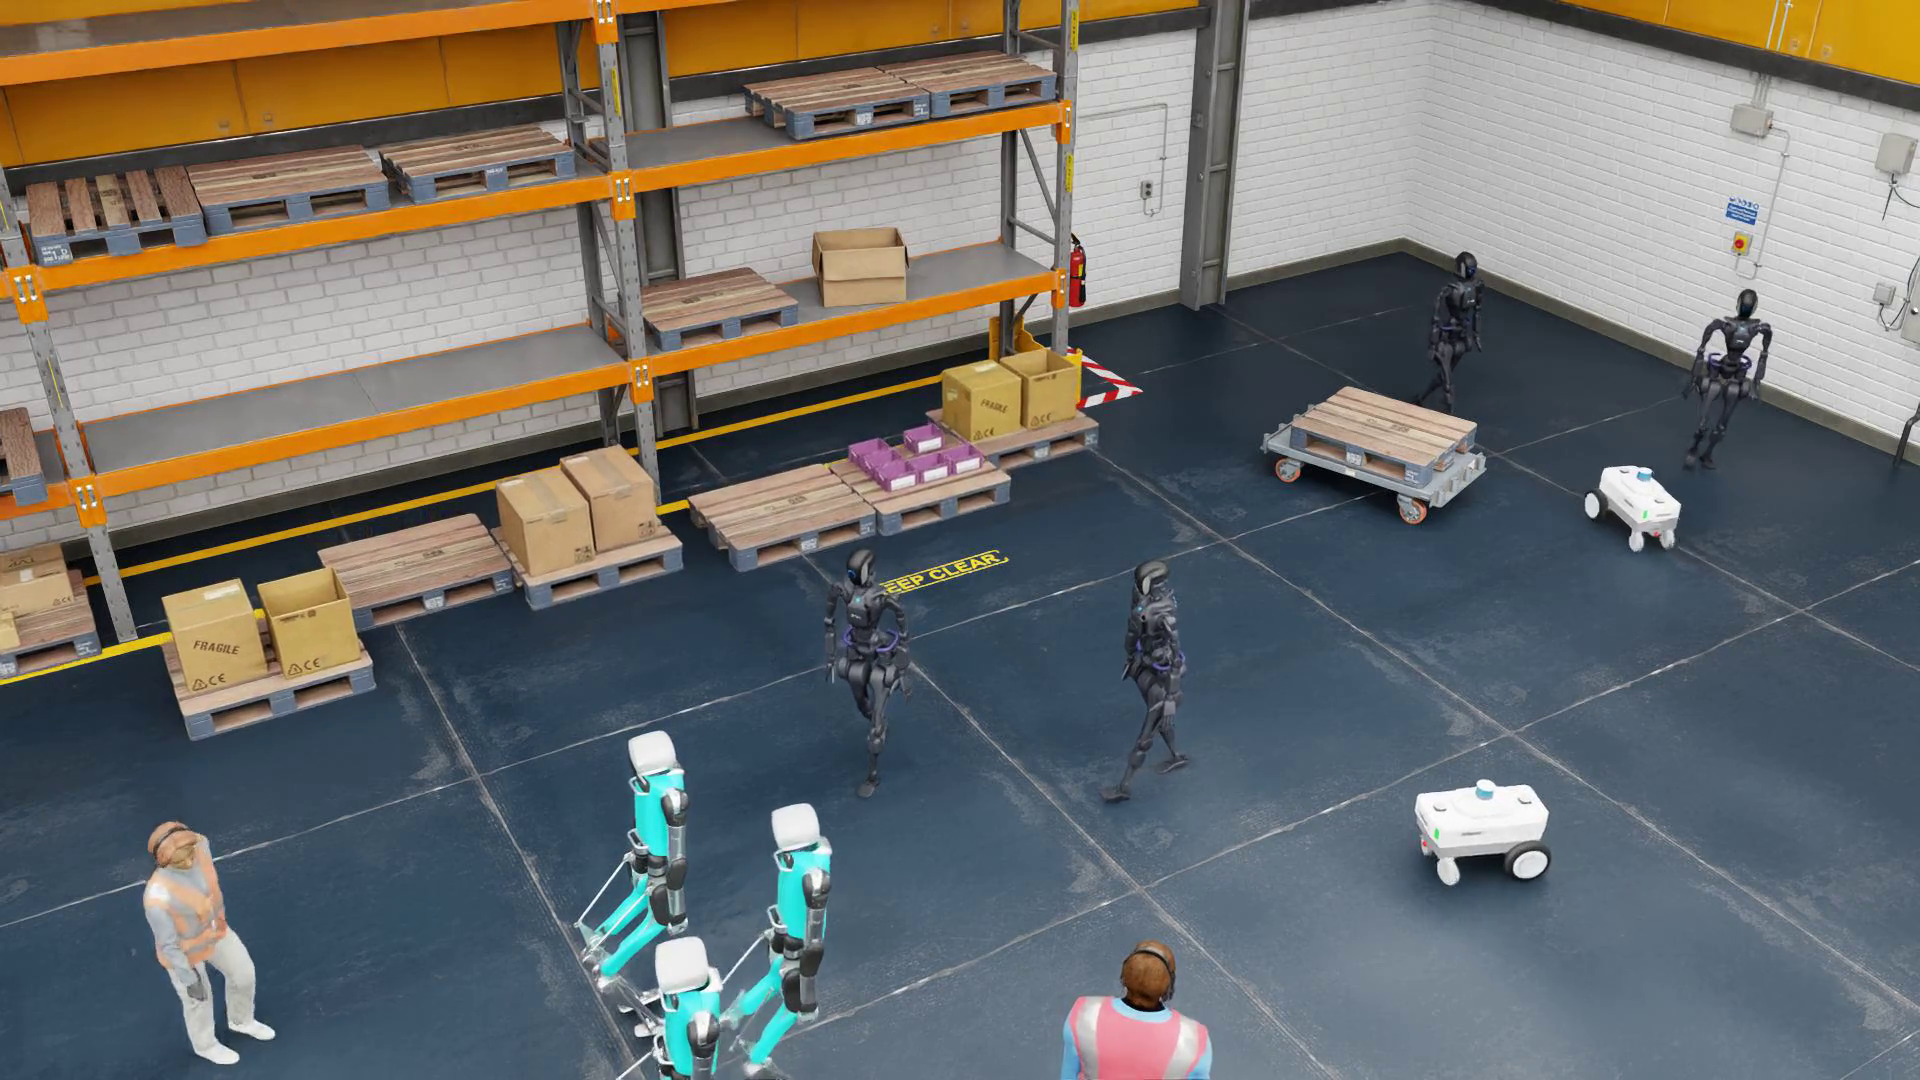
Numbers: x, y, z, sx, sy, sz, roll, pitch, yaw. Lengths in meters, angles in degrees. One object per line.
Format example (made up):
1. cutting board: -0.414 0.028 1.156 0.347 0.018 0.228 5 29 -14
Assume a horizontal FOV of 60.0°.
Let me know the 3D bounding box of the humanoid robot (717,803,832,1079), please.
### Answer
1. humanoid robot: -1.045 2.081 7.818 0.965 1.765 0.561 -10 31 -17

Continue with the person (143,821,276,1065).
1. person: -3.727 1.979 8.100 0.461 1.603 0.540 4 30 8

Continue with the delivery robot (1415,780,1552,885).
1. delivery robot: 3.047 1.668 9.717 0.739 0.580 0.518 -4 30 -6

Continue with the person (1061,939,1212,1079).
1. person: 0.740 2.443 7.069 0.633 1.831 0.429 7 30 13

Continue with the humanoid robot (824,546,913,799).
1. humanoid robot: -0.548 0.737 10.291 0.611 1.635 0.764 11 31 19

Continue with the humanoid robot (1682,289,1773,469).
1. humanoid robot: 6.422 -1.346 13.935 0.617 1.644 0.373 7 30 12

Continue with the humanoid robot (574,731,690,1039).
1. humanoid robot: -1.670 1.760 8.266 0.721 1.691 0.532 -16 33 -26

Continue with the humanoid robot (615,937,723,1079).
1. humanoid robot: -1.372 2.461 7.158 0.884 1.786 0.573 -9 31 -15

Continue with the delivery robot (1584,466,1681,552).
1. delivery robot: 5.373 -0.289 13.214 0.499 0.614 0.818 -5 30 -9

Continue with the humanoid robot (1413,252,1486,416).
1. humanoid robot: 4.365 -1.804 14.803 0.608 1.637 0.787 -14 32 -23

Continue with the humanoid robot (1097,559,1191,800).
1. humanoid robot: 1.147 0.823 10.116 0.752 1.624 0.609 -12 32 -21
